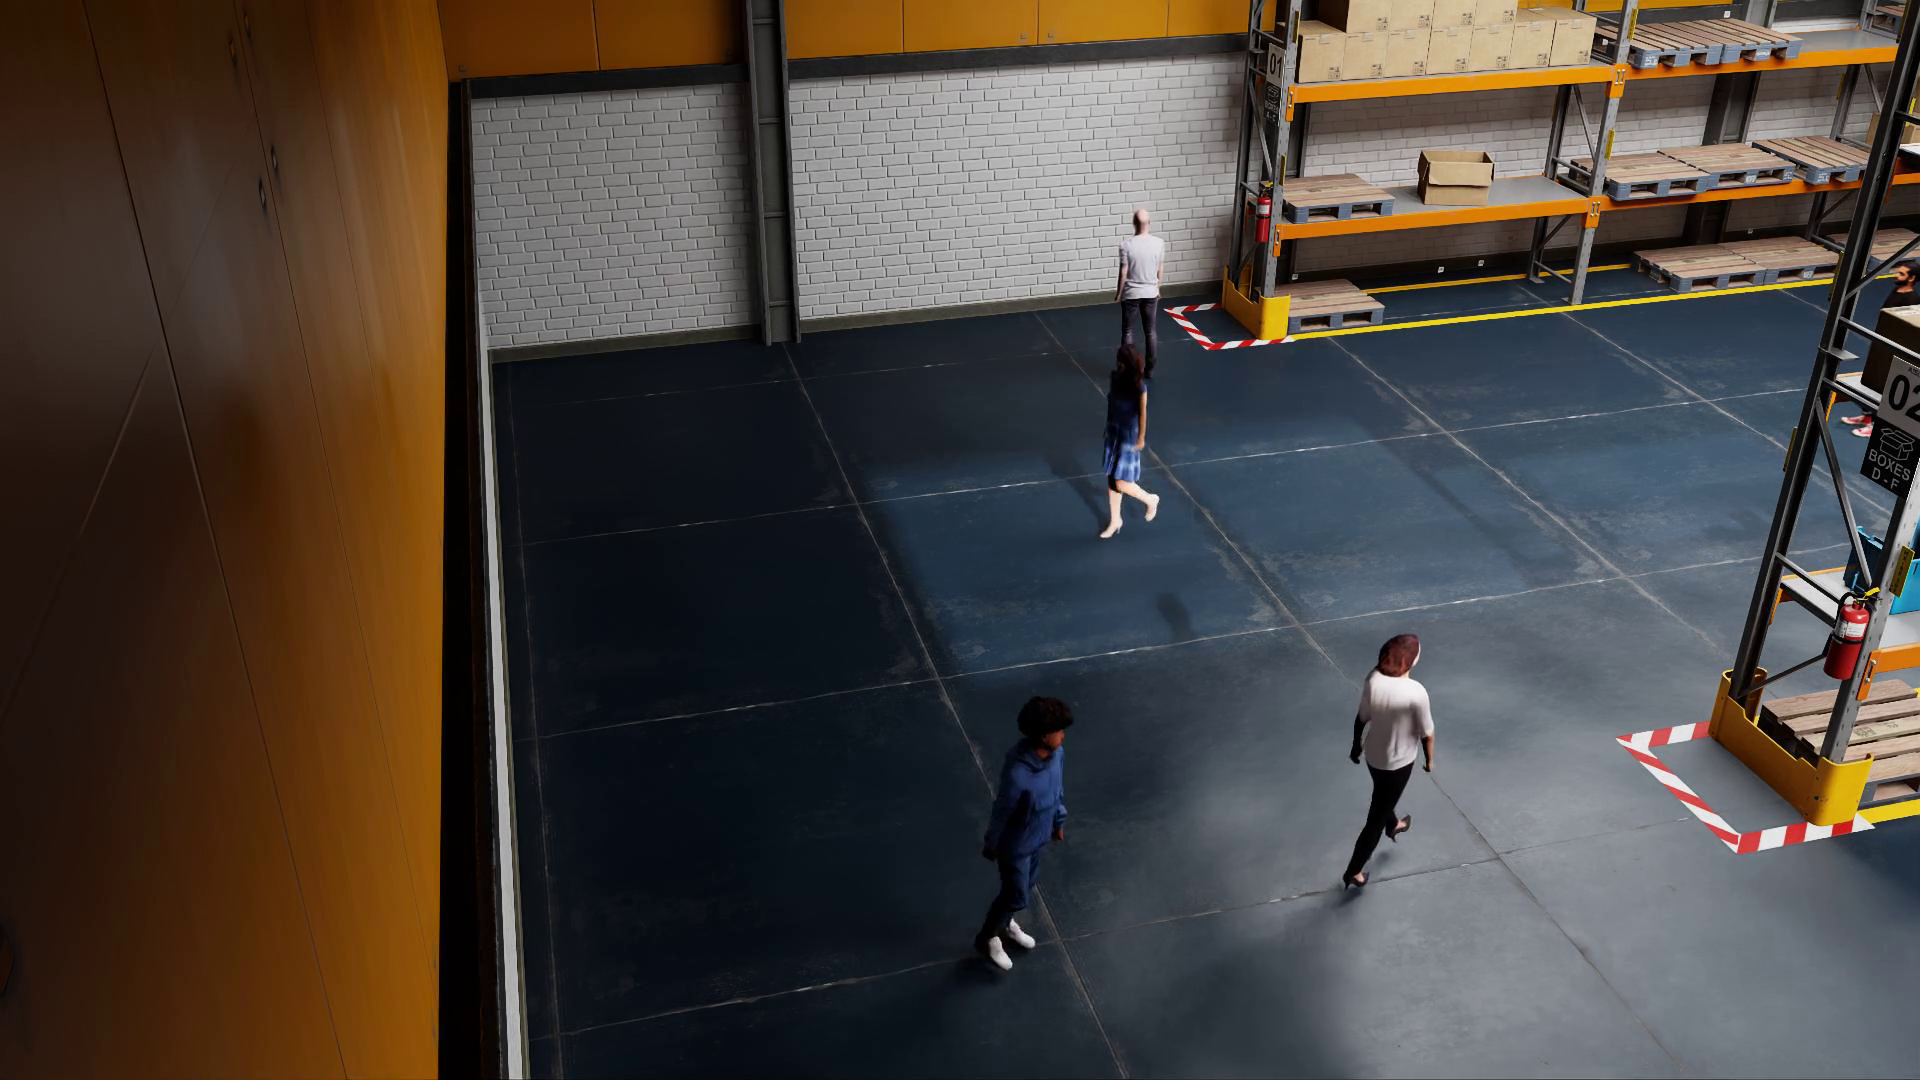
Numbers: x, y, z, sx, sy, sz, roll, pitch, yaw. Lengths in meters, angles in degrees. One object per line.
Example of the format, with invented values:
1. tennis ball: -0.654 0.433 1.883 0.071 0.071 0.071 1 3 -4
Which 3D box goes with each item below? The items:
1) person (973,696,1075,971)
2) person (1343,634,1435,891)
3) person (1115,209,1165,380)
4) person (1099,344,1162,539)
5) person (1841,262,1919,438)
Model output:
1. person: 0.306 1.684 9.667 0.831 1.780 0.908 -23 36 -35
2. person: 2.556 1.415 10.186 1.140 1.755 0.928 -23 36 -35
3. person: 1.874 -2.560 17.392 0.498 1.835 0.704 -7 29 -13
4. person: 1.459 -0.836 14.277 0.865 1.790 0.726 -13 31 -23
5. person: 9.054 -1.868 16.202 0.699 1.758 0.710 3 29 6
